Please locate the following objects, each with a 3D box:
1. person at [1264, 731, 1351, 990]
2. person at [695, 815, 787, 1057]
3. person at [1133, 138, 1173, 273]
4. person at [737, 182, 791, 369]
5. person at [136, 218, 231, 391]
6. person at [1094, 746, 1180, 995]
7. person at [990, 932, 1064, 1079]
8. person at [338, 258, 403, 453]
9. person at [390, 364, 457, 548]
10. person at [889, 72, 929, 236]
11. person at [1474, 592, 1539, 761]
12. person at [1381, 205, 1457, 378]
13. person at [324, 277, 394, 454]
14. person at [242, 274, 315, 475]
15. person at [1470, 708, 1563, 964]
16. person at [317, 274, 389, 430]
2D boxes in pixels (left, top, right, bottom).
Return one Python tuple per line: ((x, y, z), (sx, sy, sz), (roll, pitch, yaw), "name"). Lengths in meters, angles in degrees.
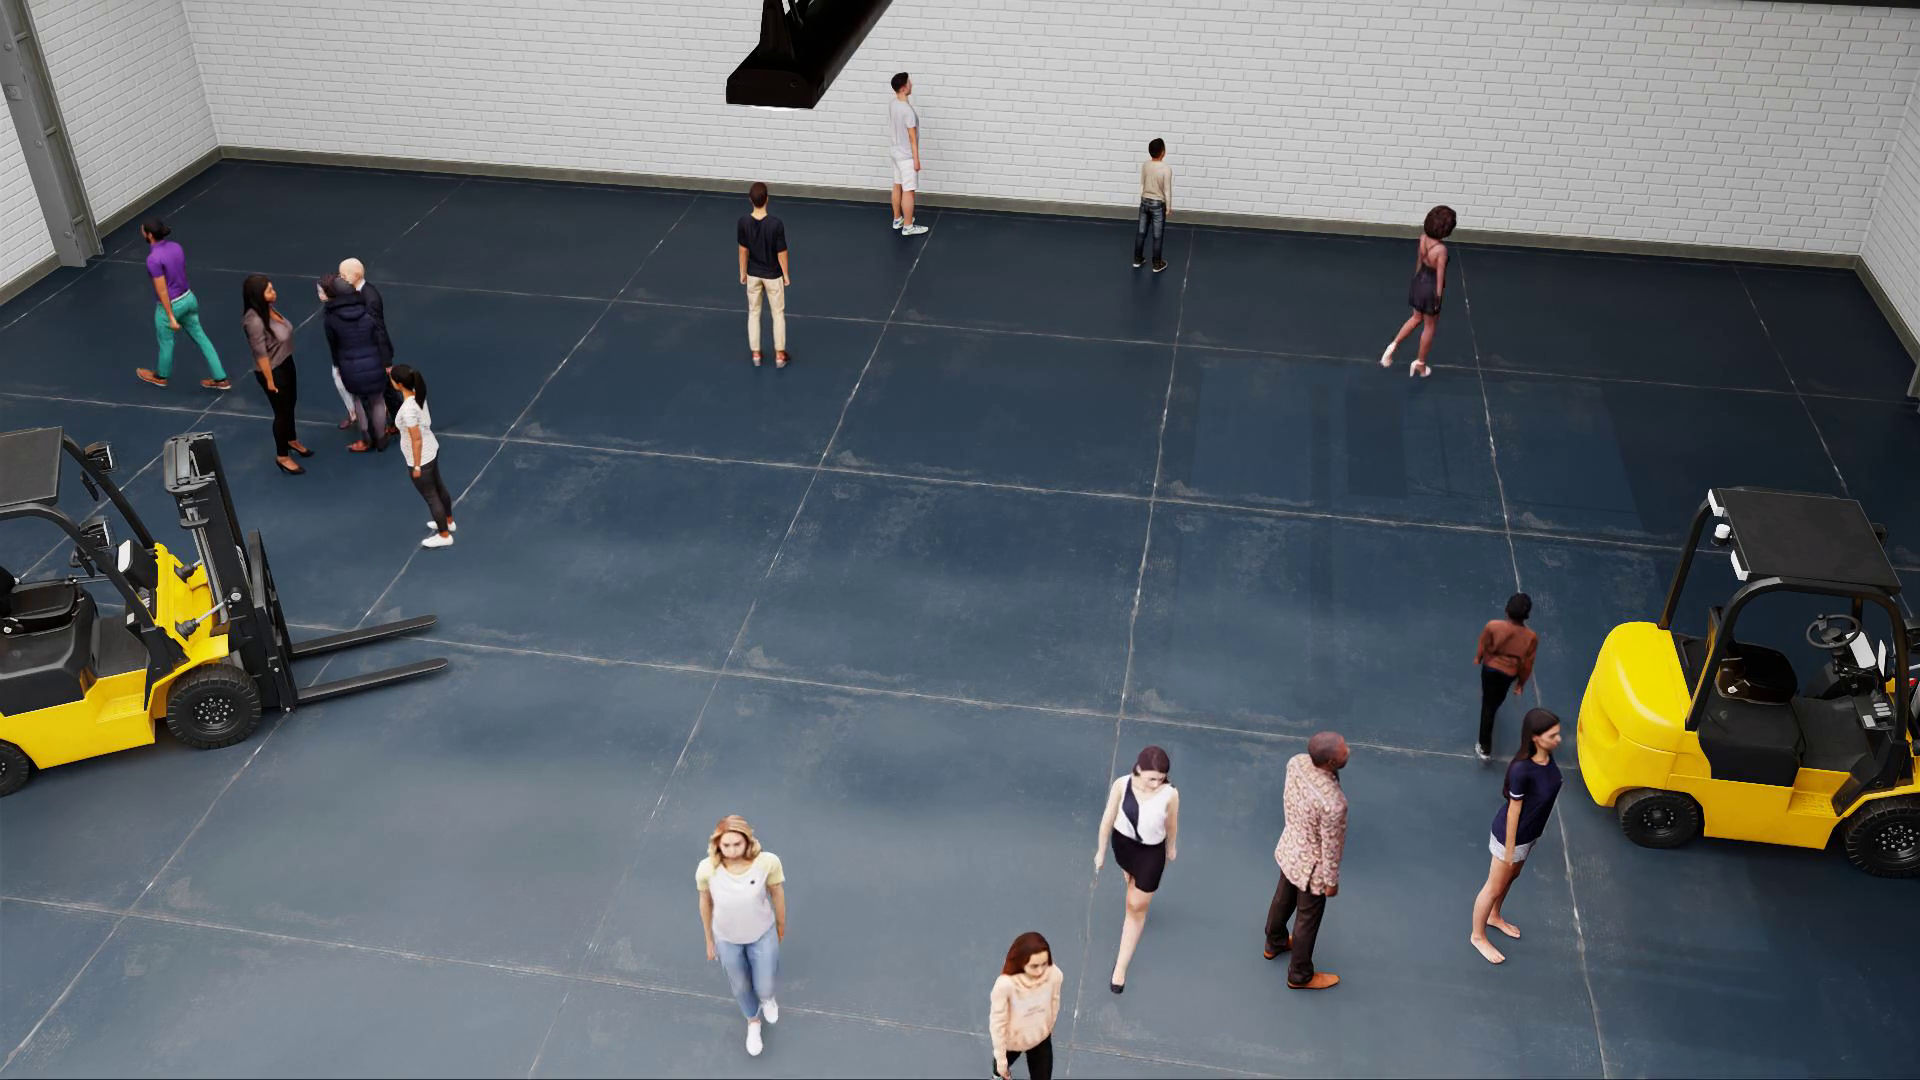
((2.003, 1.822, 9.574), (0.833, 1.808, 0.708), (-11, 35, -15), "person")
((-1.199, 2.118, 9.214), (0.718, 1.716, 0.755), (-3, 34, -5), "person")
((2.102, -3.651, 18.124), (0.607, 1.459, 0.613), (21, 39, 29), "person")
((-1.896, -2.565, 16.136), (0.638, 1.851, 0.554), (4, 34, 6), "person")
((-7.288, -2.176, 15.659), (0.738, 1.732, 1.045), (7, 34, 10), "person")
((1.072, 1.791, 9.818), (0.716, 1.591, 1.147), (12, 35, 17), "person")
((0.301, 2.577, 8.770), (0.857, 1.441, 1.061), (-10, 35, -15), "person")
((-5.194, -1.716, 14.919), (1.019, 1.784, 0.966), (-17, 37, -24), "person")
((-4.365, -0.699, 13.517), (0.674, 1.642, 0.522), (-2, 34, -3), "person")
((-0.636, -4.392, 18.881), (0.823, 1.856, 0.738), (-17, 37, -24), "person")
((3.711, 0.940, 11.429), (0.540, 1.225, 0.923), (7, 34, 10), "person")
((4.369, -2.319, 15.839), (0.858, 1.770, 0.840), (-14, 36, -20), "person")
((-5.295, -1.510, 14.722), (0.770, 1.660, 0.786), (-6, 34, -9), "person")
((-5.969, -1.451, 14.472), (0.767, 1.838, 0.625), (-3, 34, -5), "person")
((3.272, 1.708, 9.785), (0.710, 1.765, 0.609), (25, 41, 33), "person")
((-5.505, -1.721, 15.126), (0.870, 1.564, 0.803), (-23, 40, -30), "person")
